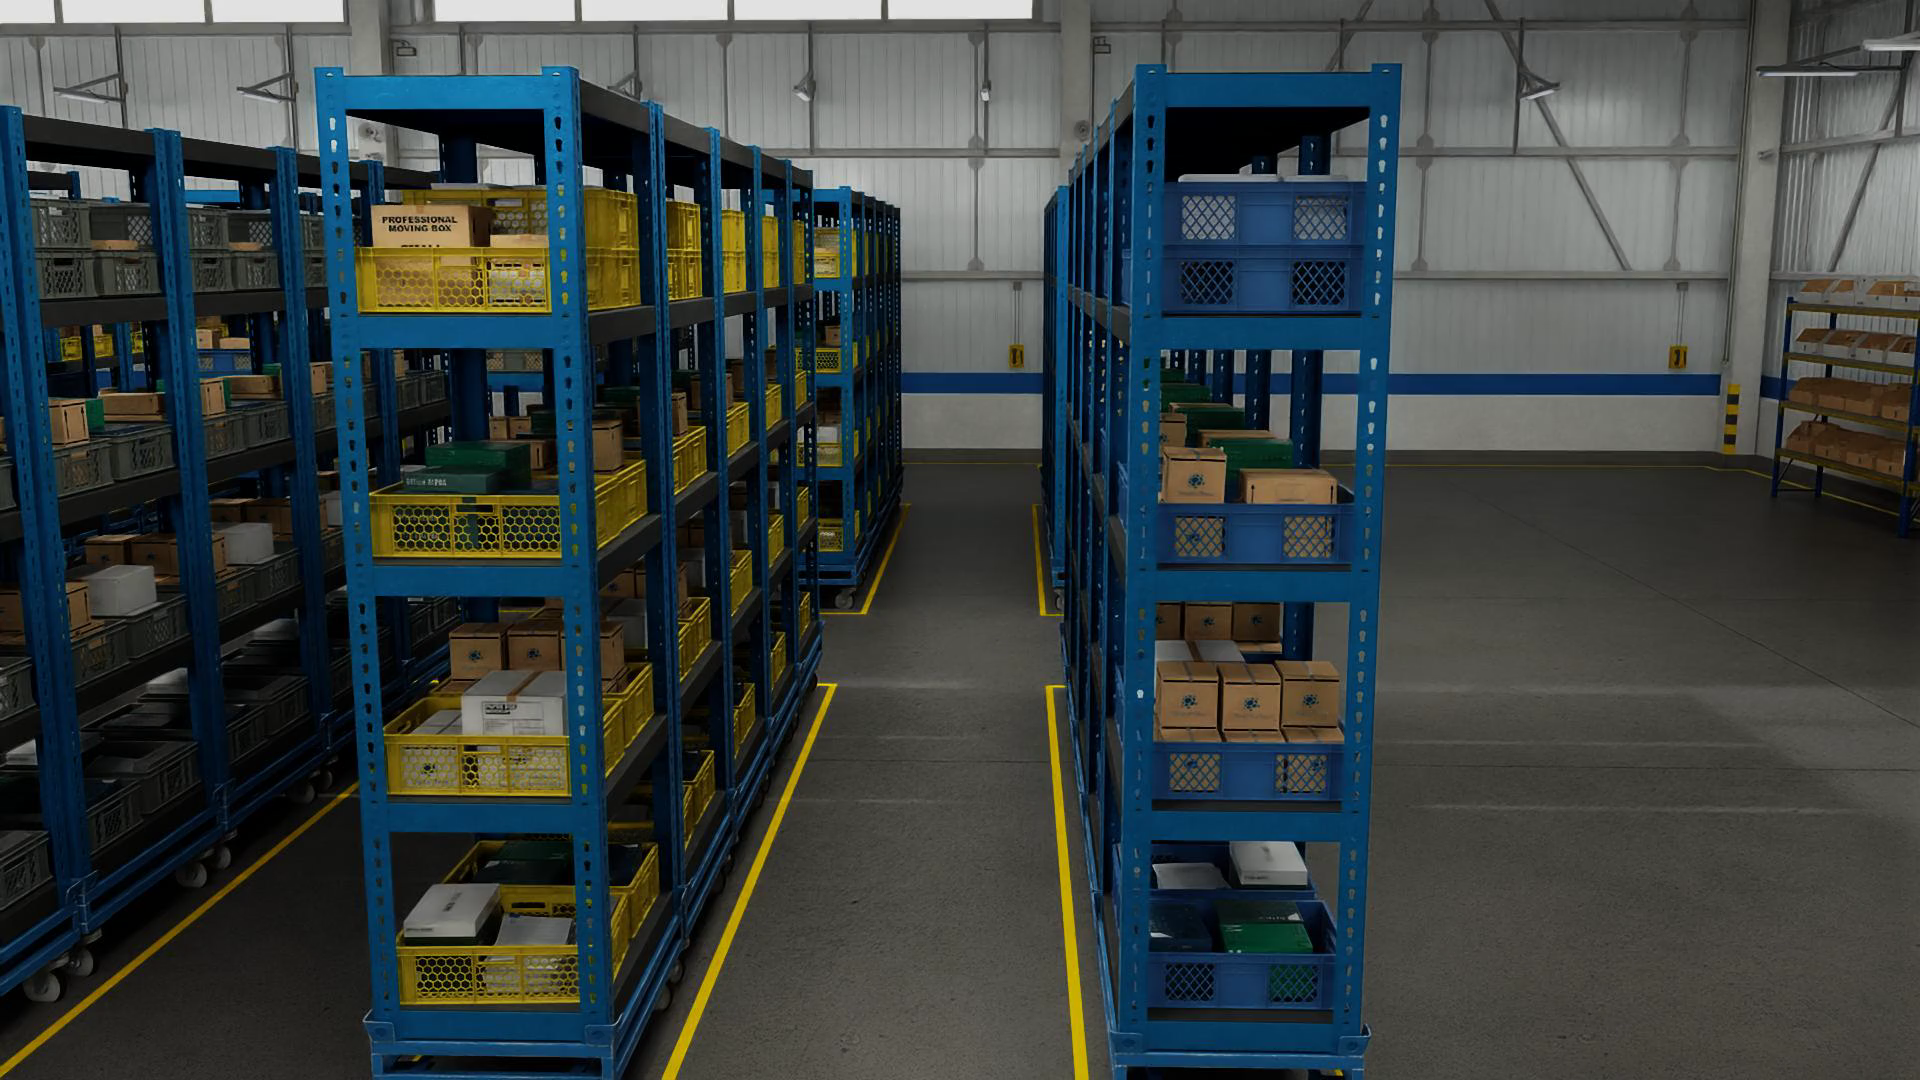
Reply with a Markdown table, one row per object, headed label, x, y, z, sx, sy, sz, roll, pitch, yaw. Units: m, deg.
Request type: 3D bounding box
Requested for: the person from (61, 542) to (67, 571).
| label | x | y | z | sx | sy | sz | roll | pitch | yaw |
| --- | --- | --- | --- | --- | --- | --- | --- | --- | --- |
| person | -7.884 | -0.296 | 14.179 | 0.389 | 1.847 | 0.567 | 3 | 10 | 19 |
